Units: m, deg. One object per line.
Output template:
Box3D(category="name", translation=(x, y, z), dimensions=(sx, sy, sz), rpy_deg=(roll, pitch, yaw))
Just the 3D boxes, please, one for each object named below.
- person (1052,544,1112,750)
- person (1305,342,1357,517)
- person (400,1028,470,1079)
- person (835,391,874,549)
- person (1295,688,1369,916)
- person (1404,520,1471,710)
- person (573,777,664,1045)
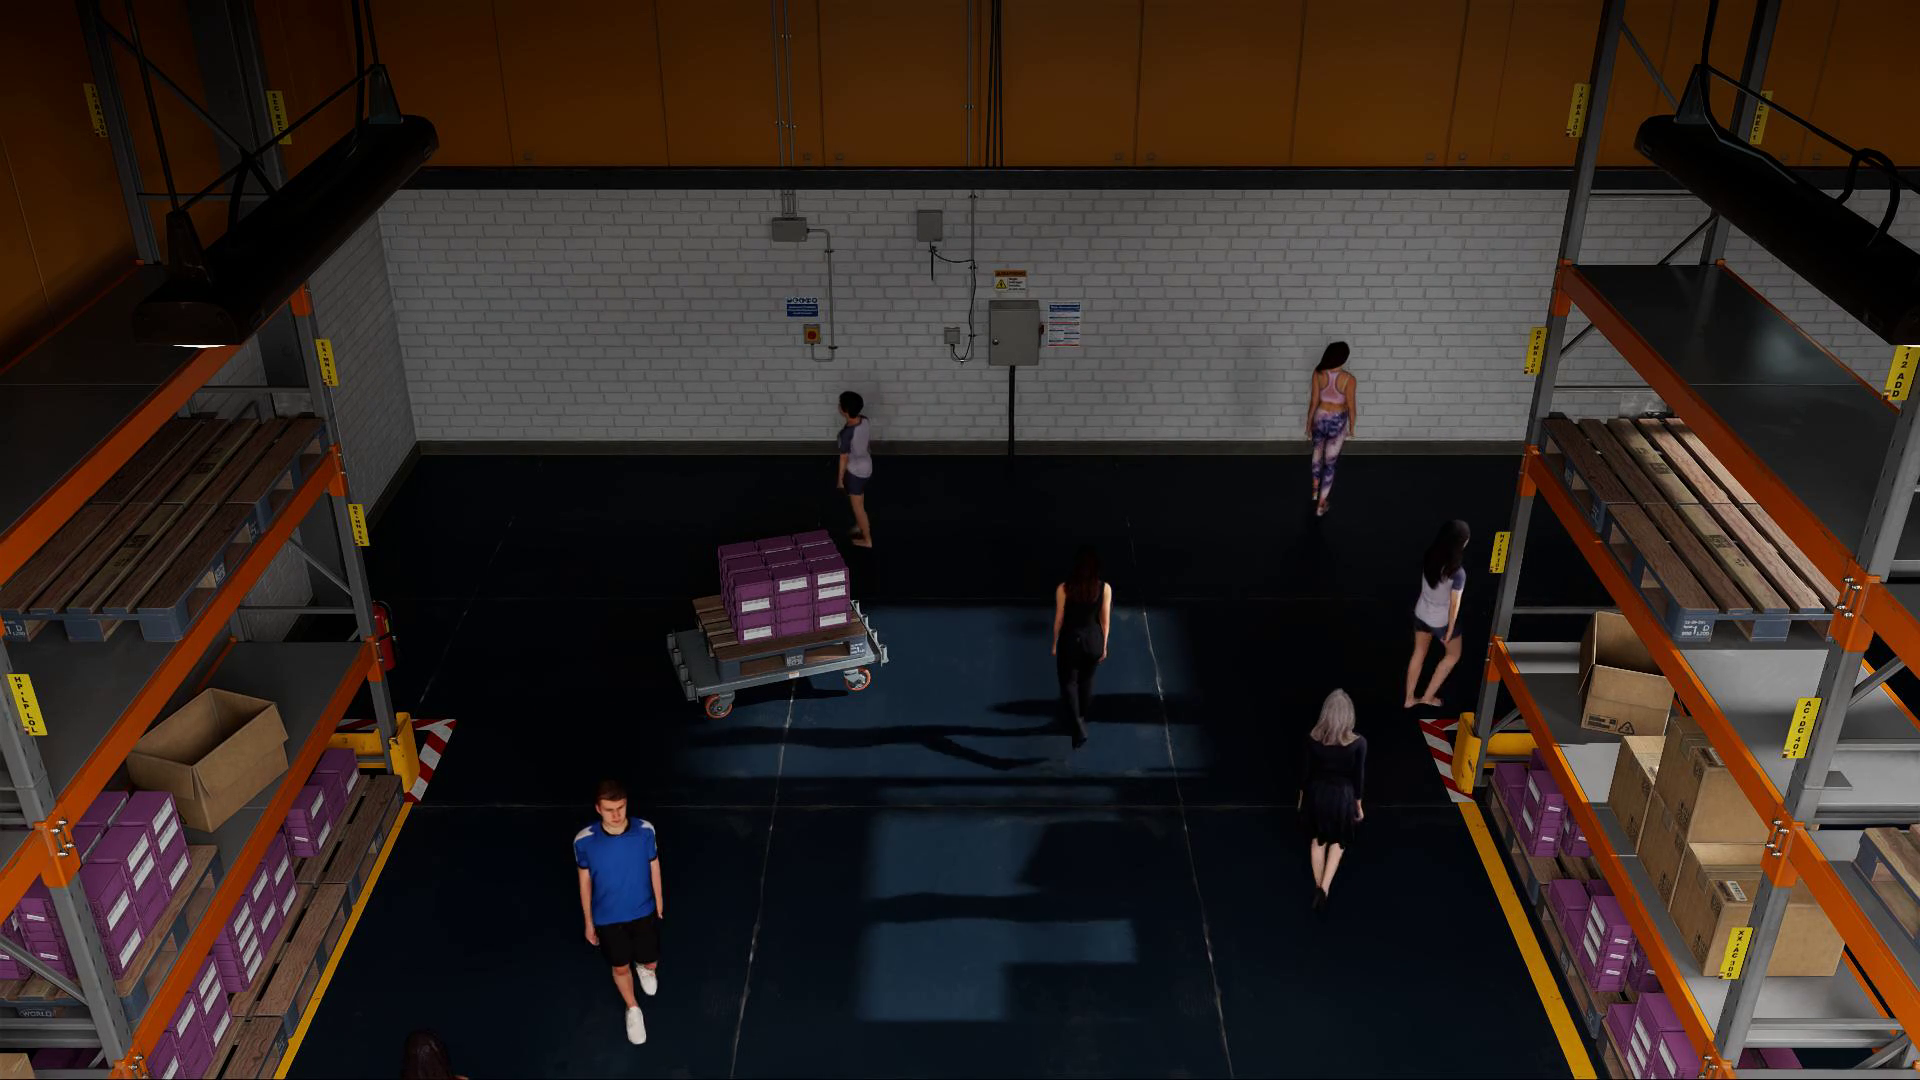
Box3D(category="person", translation=(0.917, 0.837, 12.560), dimensions=(0.635, 1.676, 0.962), rpy_deg=(-3, 29, -5))
Box3D(category="person", translation=(3.512, -1.041, 15.922), dimensions=(0.737, 1.753, 0.815), rpy_deg=(12, 31, 22))
Box3D(category="person", translation=(-2.540, 3.153, 8.176), dimensions=(0.744, 1.808, 0.730), rpy_deg=(-15, 32, -25))
Box3D(category="person", translation=(-0.890, -0.639, 15.398), dimensions=(0.740, 1.548, 0.653), rpy_deg=(13, 31, 22))
Box3D(category="person", translation=(2.394, 1.766, 10.793), dimensions=(0.748, 1.737, 0.878), rpy_deg=(10, 30, 17))
Box3D(category="person", translation=(3.647, 0.619, 12.944), dimensions=(0.783, 1.690, 0.703), rpy_deg=(-18, 33, -30))
Box3D(category="person", translation=(-2.032, 2.147, 9.971), dimensions=(0.787, 1.855, 0.932), rpy_deg=(-9, 30, -16))
